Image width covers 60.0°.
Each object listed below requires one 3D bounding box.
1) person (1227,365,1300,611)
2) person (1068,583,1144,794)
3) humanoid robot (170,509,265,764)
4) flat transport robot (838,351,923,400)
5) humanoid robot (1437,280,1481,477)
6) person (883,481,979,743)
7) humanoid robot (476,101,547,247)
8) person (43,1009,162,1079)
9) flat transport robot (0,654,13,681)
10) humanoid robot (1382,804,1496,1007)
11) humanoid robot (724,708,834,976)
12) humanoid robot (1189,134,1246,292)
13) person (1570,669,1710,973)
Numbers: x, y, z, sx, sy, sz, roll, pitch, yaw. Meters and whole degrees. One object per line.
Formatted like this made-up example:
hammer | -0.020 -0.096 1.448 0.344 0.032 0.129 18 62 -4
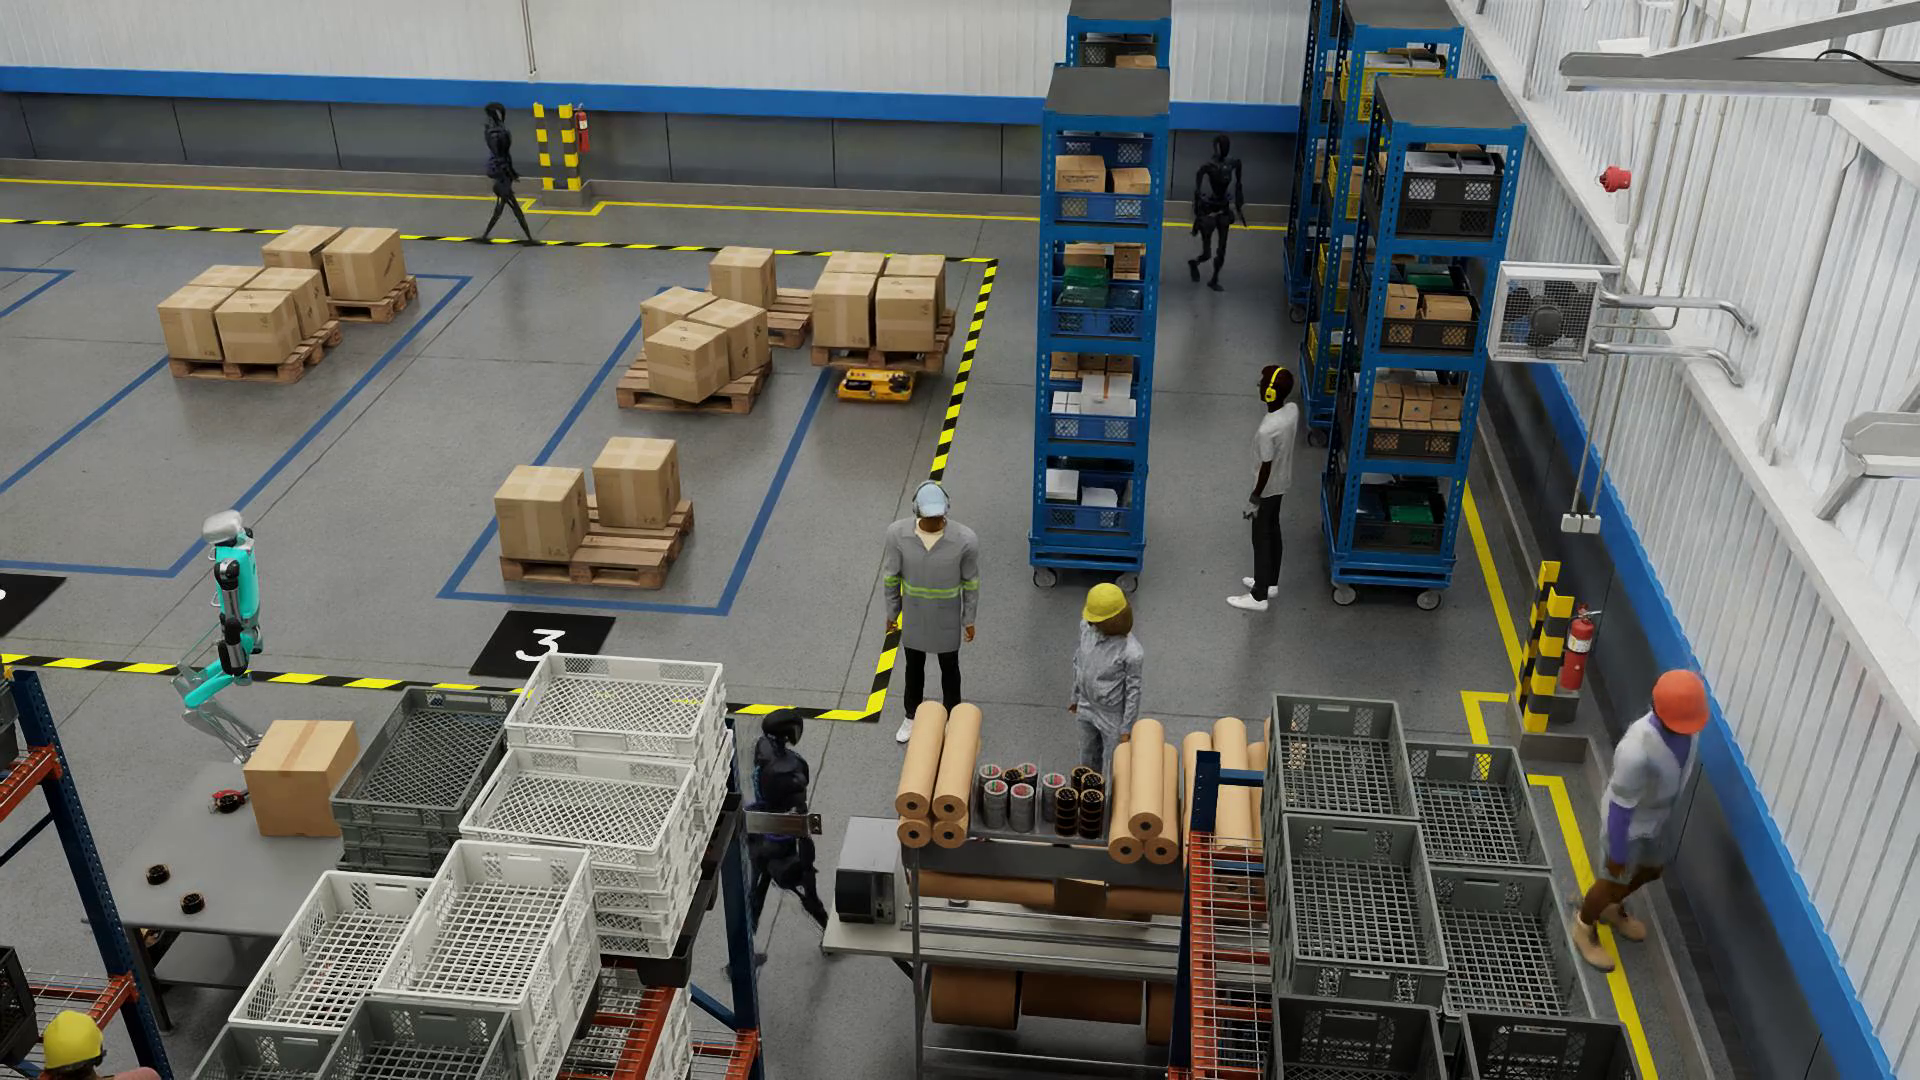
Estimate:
person | 2.151 -0.366 11.710 0.329 1.871 0.505 18 35 27
person | 0.807 0.987 9.519 0.305 1.736 0.484 -24 38 -35
humanoid robot | -4.508 0.615 10.020 0.735 1.681 0.533 -5 31 -9
flat transport robot | -0.702 -1.707 15.577 0.652 0.197 1.431 3 30 6
humanoid robot | 3.693 -1.245 13.218 0.533 1.677 0.735 26 39 37
person | -0.185 0.463 10.304 0.596 1.852 0.378 4 31 8
humanoid robot | -5.008 -3.989 18.186 0.791 1.635 0.609 -2 30 -4
person | -3.399 2.588 6.738 0.533 1.767 0.312 -18 35 -28
flat transport robot | -7.142 0.969 11.010 1.431 0.231 0.659 3 30 6
humanoid robot | 2.306 1.945 7.925 0.610 1.642 0.394 -2 30 -3
humanoid robot | -0.922 1.553 8.649 0.774 1.623 0.585 -19 35 -29
humanoid robot | 2.629 -3.380 17.079 0.600 1.649 0.437 -12 32 -19
person | 3.479 1.433 8.497 0.636 1.993 0.522 -20 36 -30
